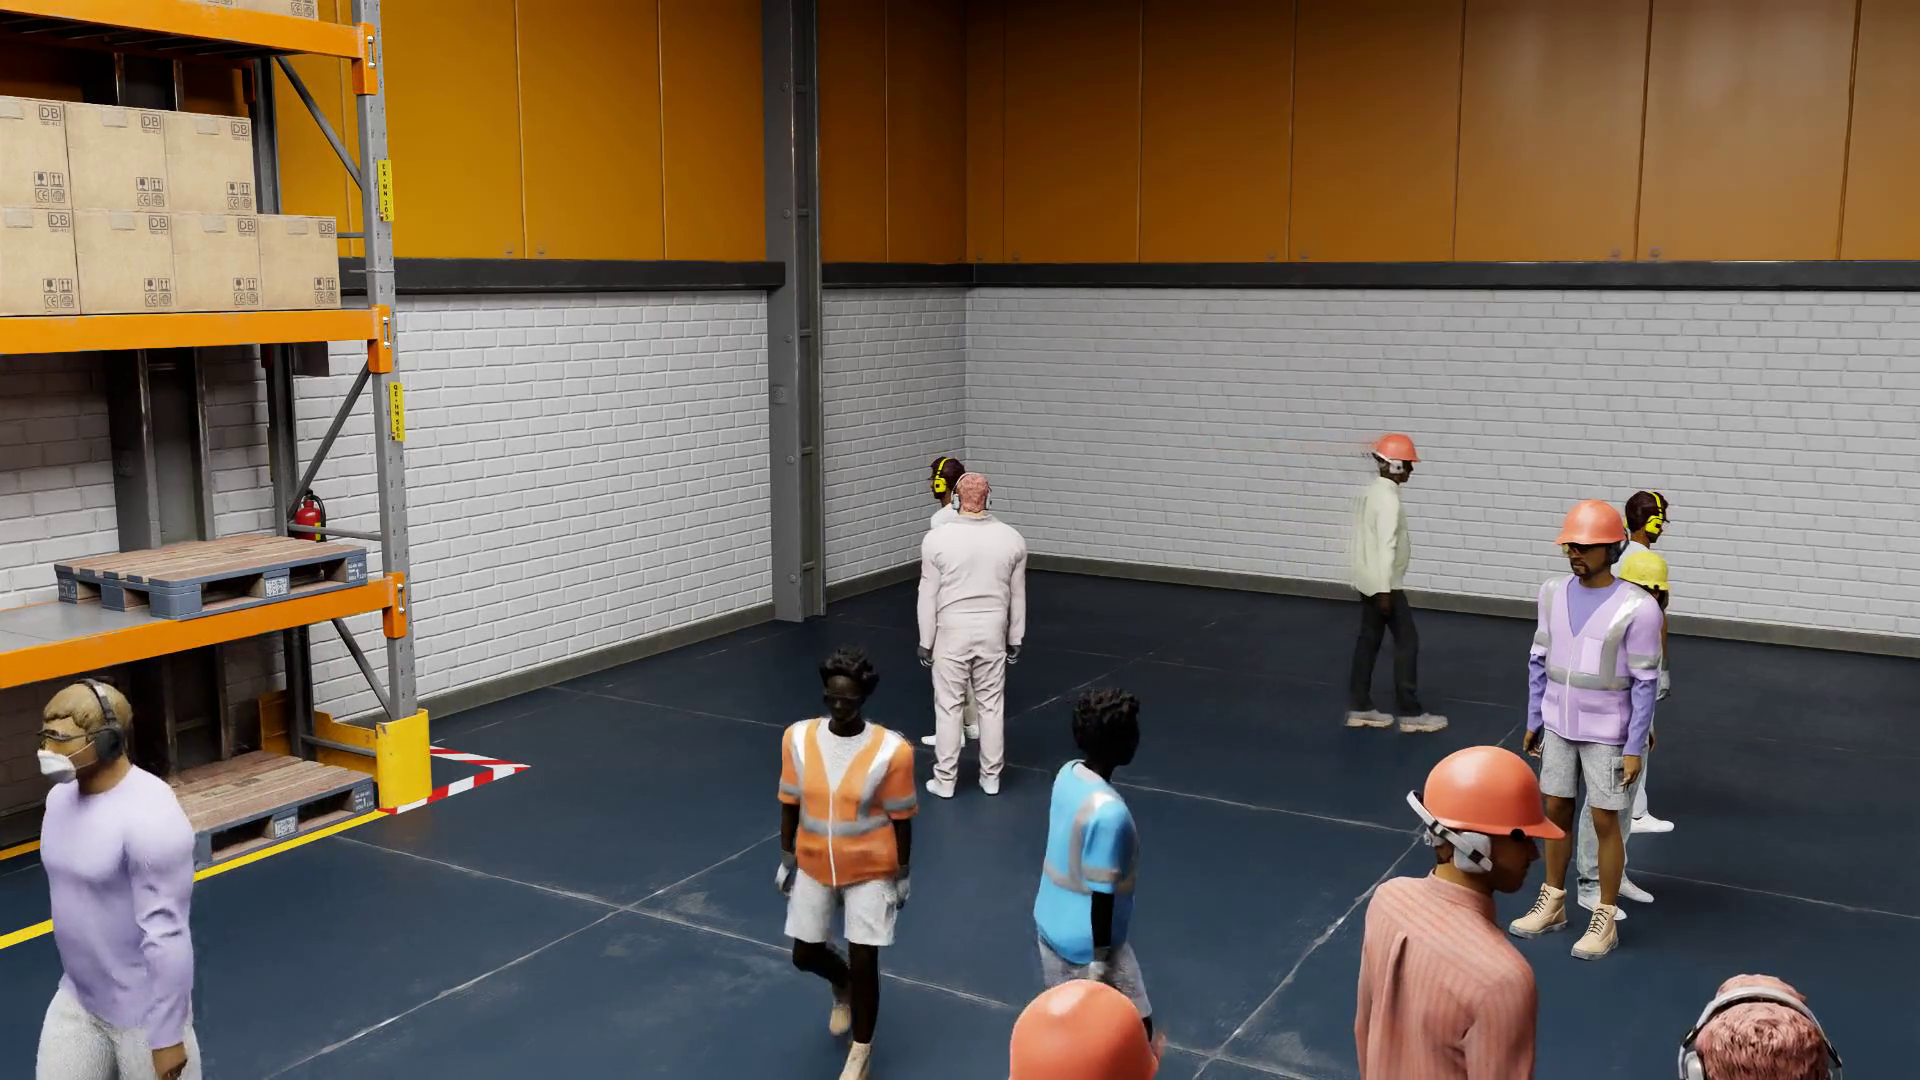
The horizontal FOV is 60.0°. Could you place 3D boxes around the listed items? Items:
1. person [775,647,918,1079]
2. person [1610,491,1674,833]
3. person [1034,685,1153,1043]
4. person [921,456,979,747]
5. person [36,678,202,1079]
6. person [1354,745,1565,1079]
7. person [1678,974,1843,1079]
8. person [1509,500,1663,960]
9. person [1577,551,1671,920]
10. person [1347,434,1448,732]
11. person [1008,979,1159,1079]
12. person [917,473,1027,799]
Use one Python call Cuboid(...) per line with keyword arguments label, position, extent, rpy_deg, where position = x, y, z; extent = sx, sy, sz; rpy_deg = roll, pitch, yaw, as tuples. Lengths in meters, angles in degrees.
Cuboid(label="person", position=(-0.404, 1.202, 6.197), extent=(0.543, 1.685, 0.472), rpy_deg=(3, 10, 17))
Cuboid(label="person", position=(3.681, 0.658, 9.067), extent=(0.329, 1.865, 0.511), rpy_deg=(-4, 10, -21))
Cuboid(label="person", position=(0.443, 1.310, 5.557), extent=(0.361, 1.687, 0.545), rpy_deg=(-3, 9, -15))
Cuboid(label="person", position=(-0.060, 0.397, 10.679), extent=(0.310, 1.868, 0.532), rpy_deg=(5, 10, 28))
Cuboid(label="person", position=(-2.372, 1.313, 4.858), extent=(0.635, 1.910, 0.949), rpy_deg=(6, 11, 32))
Cuboid(label="person", position=(1.117, 1.439, 3.790), extent=(0.392, 1.991, 0.612), rpy_deg=(-2, 9, -14))
Cuboid(label="person", position=(1.285, 1.652, 2.775), extent=(0.641, 1.902, 0.400), rpy_deg=(6, 11, 32))
Cuboid(label="person", position=(2.777, 0.834, 7.408), extent=(0.378, 2.044, 0.607), rpy_deg=(-7, 11, -36))
Cuboid(label="person", position=(3.174, 0.909, 7.892), extent=(0.484, 1.739, 0.313), rpy_deg=(-8, 12, -41))
Cuboid(label="person", position=(2.939, 0.285, 11.023), extent=(0.725, 1.974, 0.652), rpy_deg=(0, 9, 1))
Cuboid(label="person", position=(0.247, 1.635, 2.956), extent=(0.537, 1.895, 1.014), rpy_deg=(5, 11, 31))
Cuboid(label="person", position=(0.060, 0.556, 9.627), extent=(0.653, 1.894, 0.401), rpy_deg=(-3, 10, -18))
